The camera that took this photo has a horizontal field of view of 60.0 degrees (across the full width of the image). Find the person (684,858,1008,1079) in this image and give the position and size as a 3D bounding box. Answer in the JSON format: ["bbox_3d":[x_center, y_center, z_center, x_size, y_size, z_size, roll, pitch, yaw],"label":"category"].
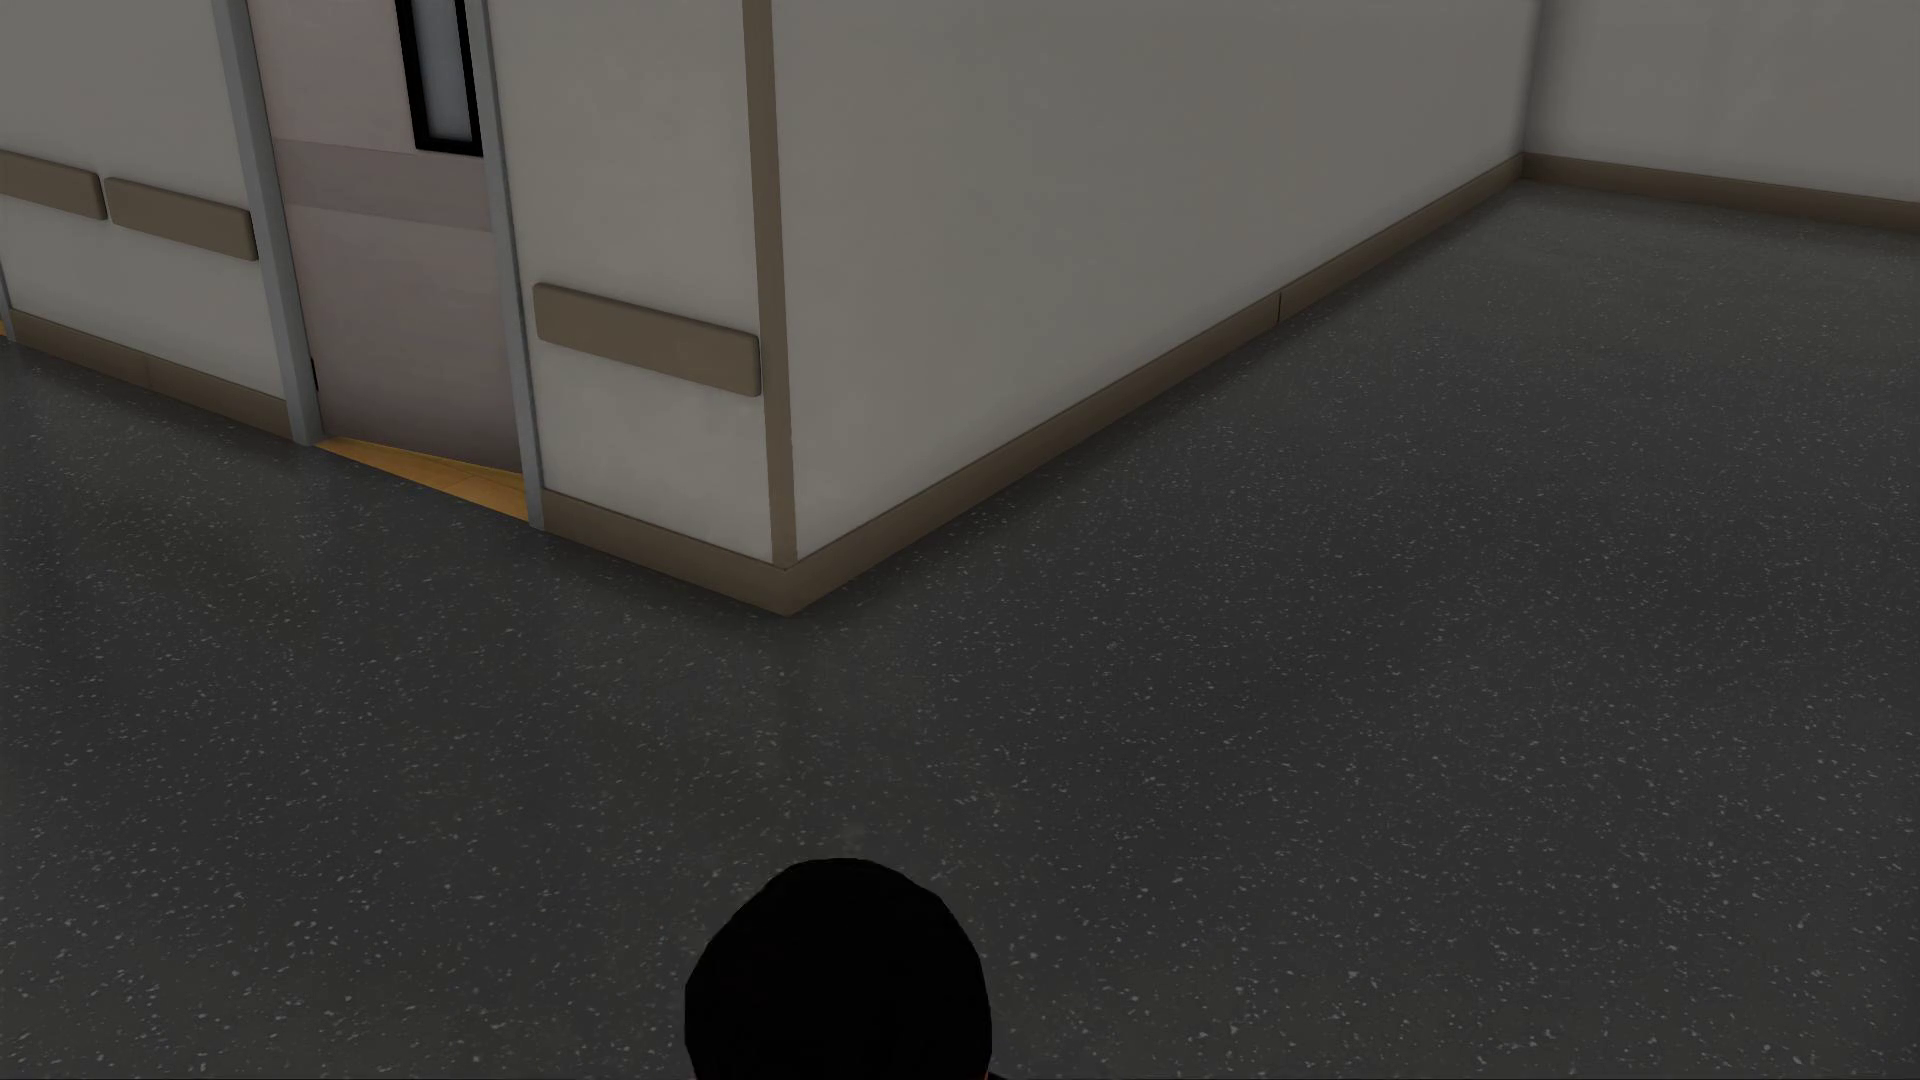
[{"bbox_3d":[-0.071,0.994,1.447,1.063,1.874,1.063,-9,27,-17],"label":"person"}]
